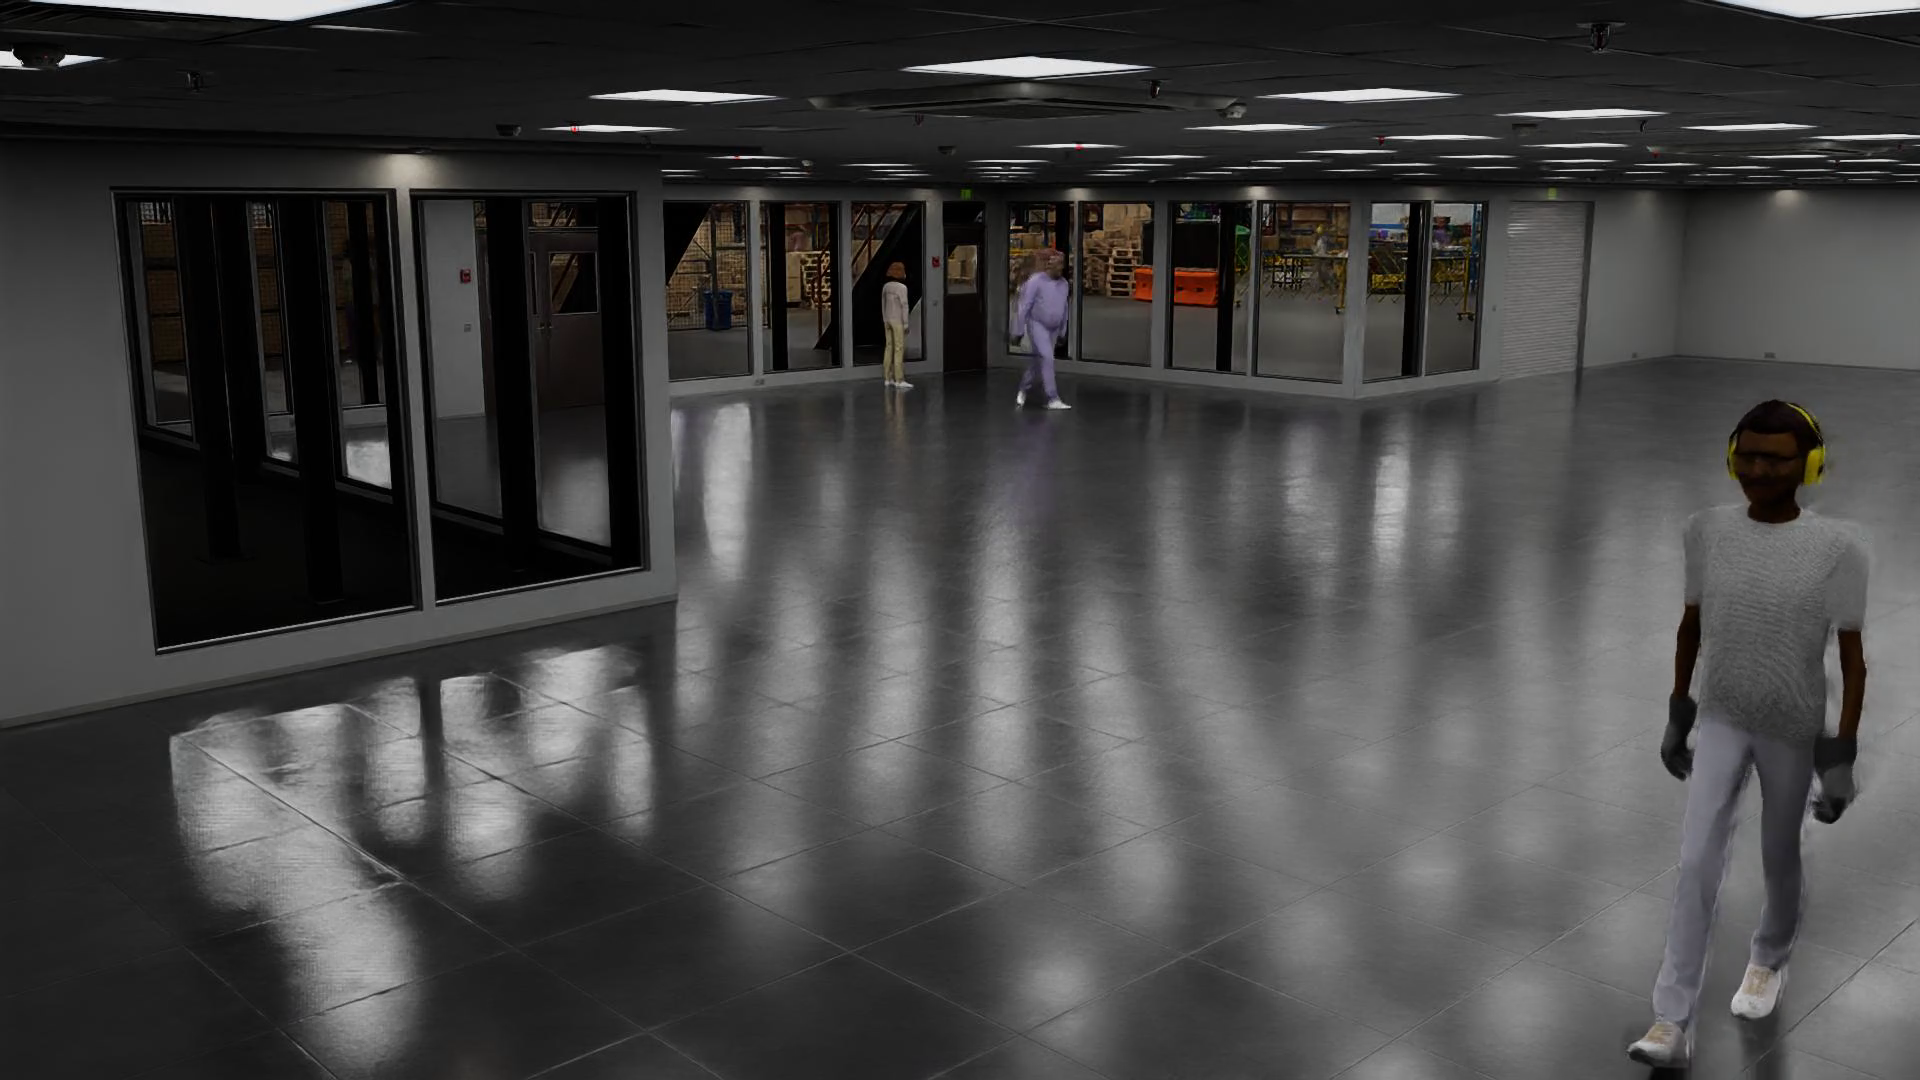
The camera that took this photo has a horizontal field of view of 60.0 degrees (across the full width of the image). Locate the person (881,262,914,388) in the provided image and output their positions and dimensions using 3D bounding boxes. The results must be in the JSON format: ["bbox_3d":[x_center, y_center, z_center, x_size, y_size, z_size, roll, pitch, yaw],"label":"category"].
[{"bbox_3d":[-0.831,-2.804,21.699,0.286,1.632,0.500,-9,14,-37],"label":"person"}]

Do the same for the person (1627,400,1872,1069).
[{"bbox_3d":[2.156,0.530,4.533,0.551,1.817,0.961,10,15,40],"label":"person"}]

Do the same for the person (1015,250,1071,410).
[{"bbox_3d":[0.939,-2.462,19.470,0.924,1.852,0.684,11,15,43],"label":"person"}]
